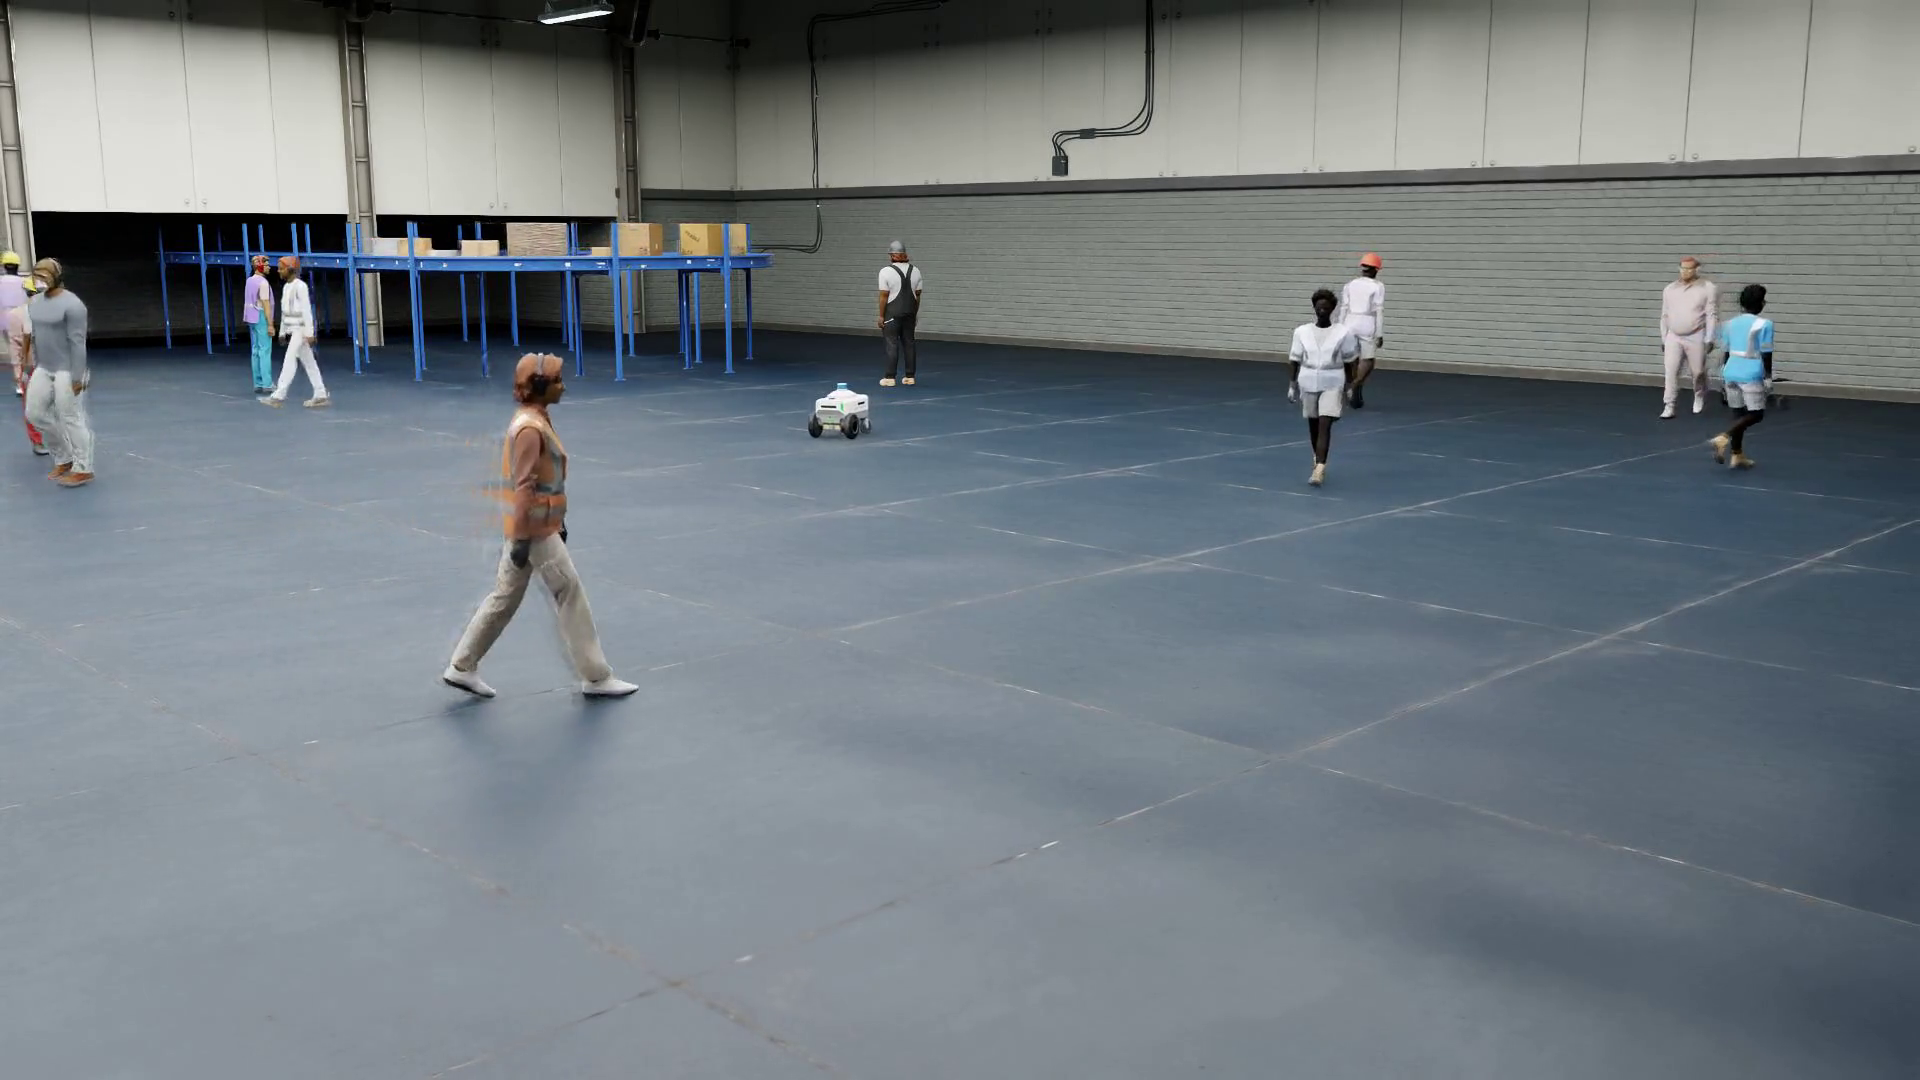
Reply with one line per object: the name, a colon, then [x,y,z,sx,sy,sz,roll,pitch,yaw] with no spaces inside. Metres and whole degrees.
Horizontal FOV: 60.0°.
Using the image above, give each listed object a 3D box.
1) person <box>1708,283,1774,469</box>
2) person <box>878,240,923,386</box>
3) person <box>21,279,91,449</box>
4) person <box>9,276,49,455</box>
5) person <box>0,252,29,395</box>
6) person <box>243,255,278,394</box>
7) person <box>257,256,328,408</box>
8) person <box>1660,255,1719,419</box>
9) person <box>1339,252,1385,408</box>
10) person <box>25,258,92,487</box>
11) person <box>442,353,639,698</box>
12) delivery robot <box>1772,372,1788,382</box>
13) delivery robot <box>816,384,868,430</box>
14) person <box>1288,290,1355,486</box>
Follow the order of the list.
person: [7.023,-1.468,14.994,0.562,1.679,0.541,-3,11,-17]
person: [-0.902,-3.194,23.562,0.688,2.000,0.538,-7,13,-35]
person: [-8.306,-1.581,15.269,0.547,1.828,0.982,-4,11,-21]
person: [-8.778,-1.666,15.931,0.702,1.720,0.566,7,12,32]
person: [-12.588,-2.892,22.237,0.617,1.870,0.990,-3,11,-18]
person: [-9.396,-2.896,22.347,0.396,1.847,0.564,-10,14,-42]
person: [-8.234,-2.532,20.370,0.948,1.839,0.616,-8,13,-36]
person: [8.515,-2.375,19.425,0.641,1.888,0.834,8,13,38]
person: [4.900,-2.570,20.421,0.583,1.905,0.660,8,13,37]
person: [-7.605,-1.403,14.004,0.652,1.918,0.458,5,11,23]
person: [-1.968,-0.054,7.557,0.868,1.595,0.527,-3,11,-16]
delivery robot: [9.892,-2.082,20.586,0.699,0.223,0.335,-2,11,-11]
delivery robot: [-1.251,-1.421,17.689,0.477,0.478,0.707,4,11,20]
person: [3.094,-1.317,14.272,0.541,1.651,0.896,5,11,23]
